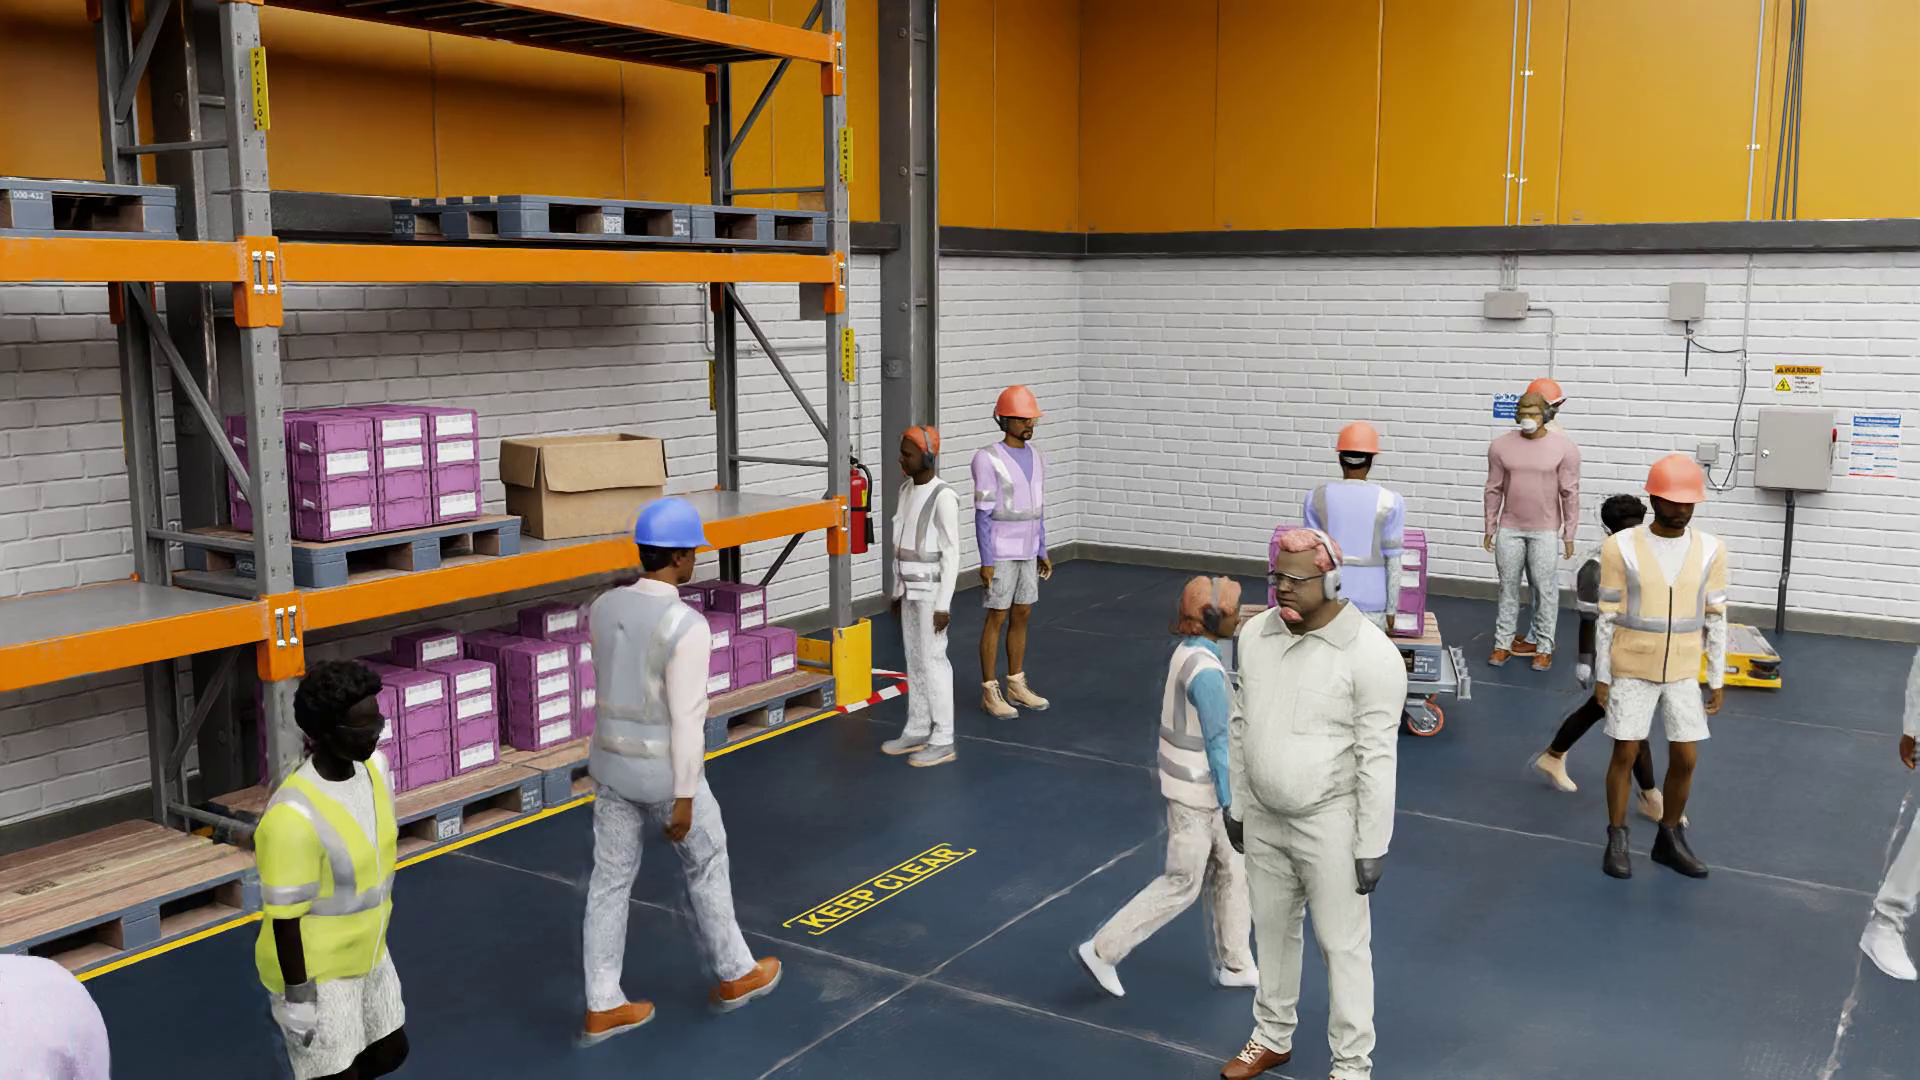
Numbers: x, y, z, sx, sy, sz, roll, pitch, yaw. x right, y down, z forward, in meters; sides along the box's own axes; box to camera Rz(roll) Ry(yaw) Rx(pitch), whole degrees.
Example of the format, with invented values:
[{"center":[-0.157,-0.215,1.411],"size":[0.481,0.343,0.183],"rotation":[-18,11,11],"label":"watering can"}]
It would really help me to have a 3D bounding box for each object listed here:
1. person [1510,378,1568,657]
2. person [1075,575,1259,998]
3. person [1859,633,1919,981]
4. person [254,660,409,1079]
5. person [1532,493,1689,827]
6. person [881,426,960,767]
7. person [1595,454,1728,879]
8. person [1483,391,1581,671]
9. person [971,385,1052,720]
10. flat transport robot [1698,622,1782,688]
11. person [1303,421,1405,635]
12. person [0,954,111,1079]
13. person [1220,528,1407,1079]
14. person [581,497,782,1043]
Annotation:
[{"center":[4.149,-0.162,11.915],"size":[0.381,1.994,0.622],"rotation":[5,10,30],"label":"person"},{"center":[0.822,0.917,6.126],"size":[0.761,1.606,0.501],"rotation":[1,9,5],"label":"person"},{"center":[3.908,0.753,6.353],"size":[0.708,1.881,0.488],"rotation":[5,10,29],"label":"person"},{"center":[-1.741,1.132,4.509],"size":[0.465,1.674,0.566],"rotation":[1,9,9],"label":"person"},{"center":[3.266,0.559,8.358],"size":[0.554,1.648,0.888],"rotation":[-7,11,-37],"label":"person"},{"center":[-0.208,0.303,9.258],"size":[0.351,1.883,0.582],"rotation":[-5,10,-28],"label":"person"},{"center":[3.105,0.574,7.383],"size":[0.547,1.925,0.427],"rotation":[1,9,5],"label":"person"},{"center":[3.939,-0.062,11.497],"size":[0.643,1.931,0.374],"rotation":[6,11,35],"label":"person"},{"center":[0.344,0.070,10.253],"size":[0.377,2.045,0.605],"rotation":[8,12,42],"label":"person"},{"center":[5.216,0.759,11.512],"size":[0.652,0.197,1.431],"rotation":[3,9,17],"label":"flat transport robot"},{"center":[2.125,0.318,9.056],"size":[0.542,1.922,0.414],"rotation":[3,9,19],"label":"person"},{"center":[-1.601,1.338,2.591],"size":[0.687,1.875,0.596],"rotation":[-7,11,-38],"label":"person"},{"center":[1.103,0.899,5.361],"size":[0.395,1.899,0.641],"rotation":[-7,11,-39],"label":"person"},{"center":[-1.033,0.799,5.982],"size":[0.607,1.905,0.893],"rotation":[6,11,35],"label":"person"}]
